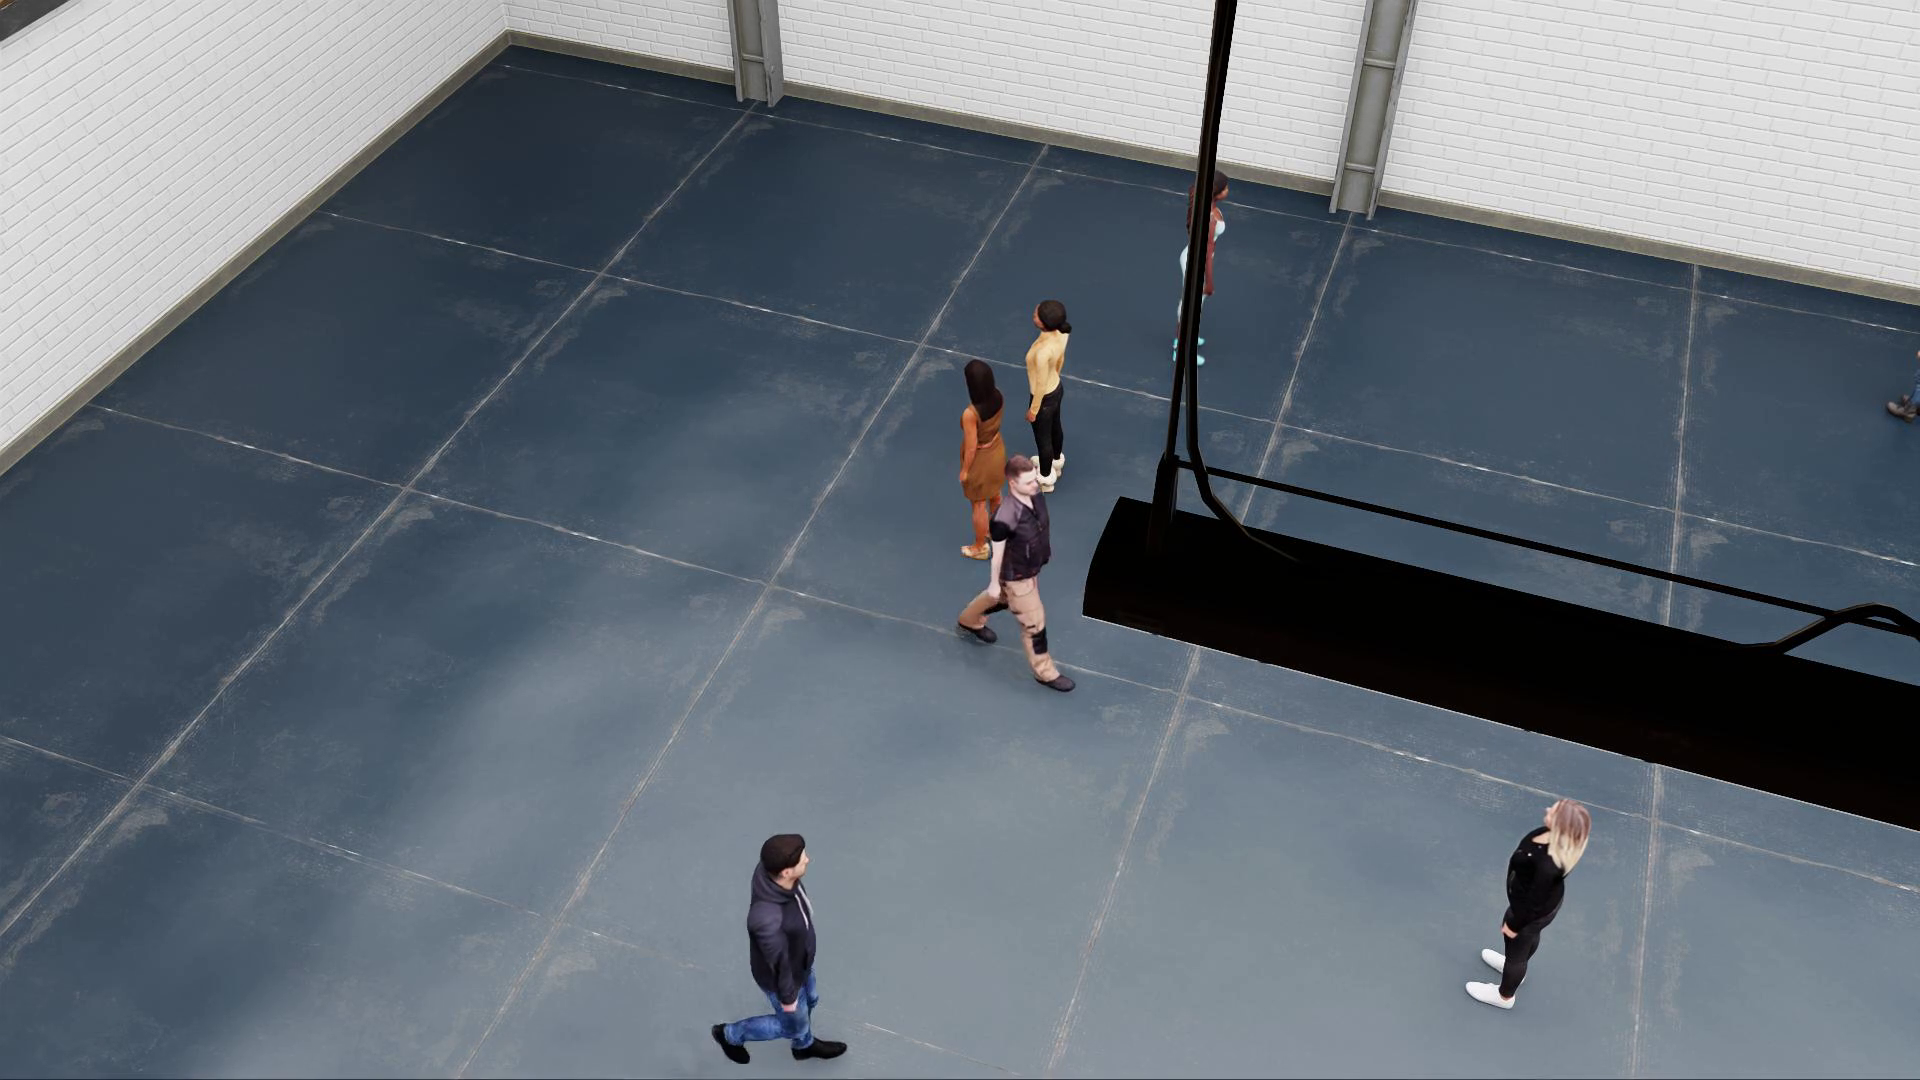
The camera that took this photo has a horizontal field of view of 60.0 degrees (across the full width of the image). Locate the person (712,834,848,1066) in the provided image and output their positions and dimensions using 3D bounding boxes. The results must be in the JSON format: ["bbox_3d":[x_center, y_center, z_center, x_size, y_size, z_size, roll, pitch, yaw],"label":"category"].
[{"bbox_3d":[-0.990,2.154,8.486,1.043,1.869,0.869,1,44,1],"label":"person"}]

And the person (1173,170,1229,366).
[{"bbox_3d":[1.870,-2.154,13.114,0.655,1.724,0.643,-4,44,-4],"label":"person"}]

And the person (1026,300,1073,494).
[{"bbox_3d":[0.630,-1.050,12.002,0.581,1.659,0.611,18,47,18],"label":"person"}]

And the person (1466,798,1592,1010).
[{"bbox_3d":[3.063,1.934,8.850,0.625,1.686,0.663,27,50,25],"label":"person"}]

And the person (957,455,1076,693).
[{"bbox_3d":[0.293,0.136,10.655,1.215,1.800,0.801,21,47,20],"label":"person"}]

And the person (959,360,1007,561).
[{"bbox_3d":[0.157,-0.549,11.458,0.571,1.685,0.603,24,48,23],"label":"person"}]
